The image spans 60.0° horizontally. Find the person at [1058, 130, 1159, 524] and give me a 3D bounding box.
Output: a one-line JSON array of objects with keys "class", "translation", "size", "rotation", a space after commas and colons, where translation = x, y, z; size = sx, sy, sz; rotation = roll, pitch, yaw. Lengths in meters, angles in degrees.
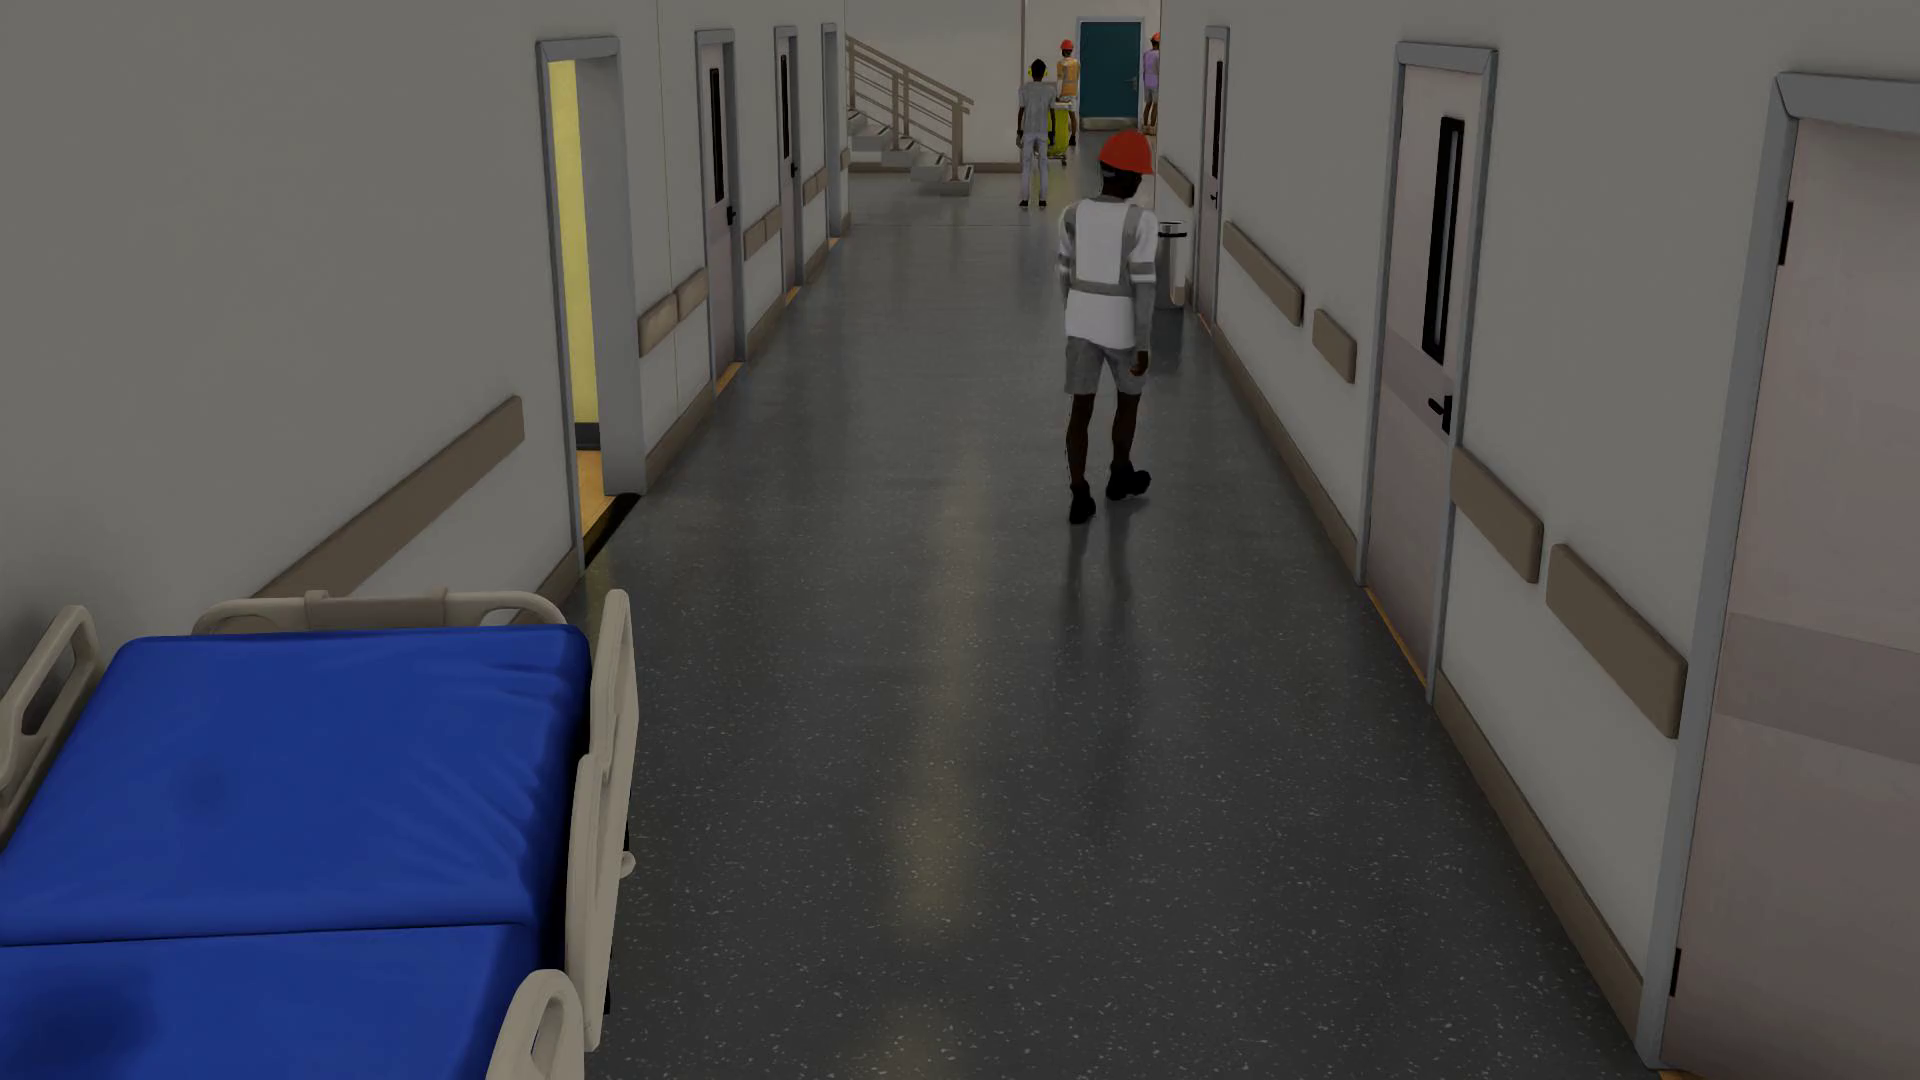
[{"class": "person", "translation": [0.770, -1.064, 8.278], "size": [0.550, 1.887, 0.828], "rotation": [9, 20, 26]}]

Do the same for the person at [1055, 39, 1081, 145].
[{"class": "person", "translation": [1.999, -8.376, 31.176], "size": [0.544, 1.943, 0.347], "rotation": [-14, 22, -38]}]

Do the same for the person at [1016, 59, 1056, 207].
[{"class": "person", "translation": [0.975, -5.231, 21.431], "size": [0.517, 1.866, 0.340], "rotation": [-2, 18, -5]}]

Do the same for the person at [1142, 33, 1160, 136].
[{"class": "person", "translation": [3.957, -9.234, 33.744], "size": [0.407, 2.029, 0.612], "rotation": [-11, 21, -32]}]
